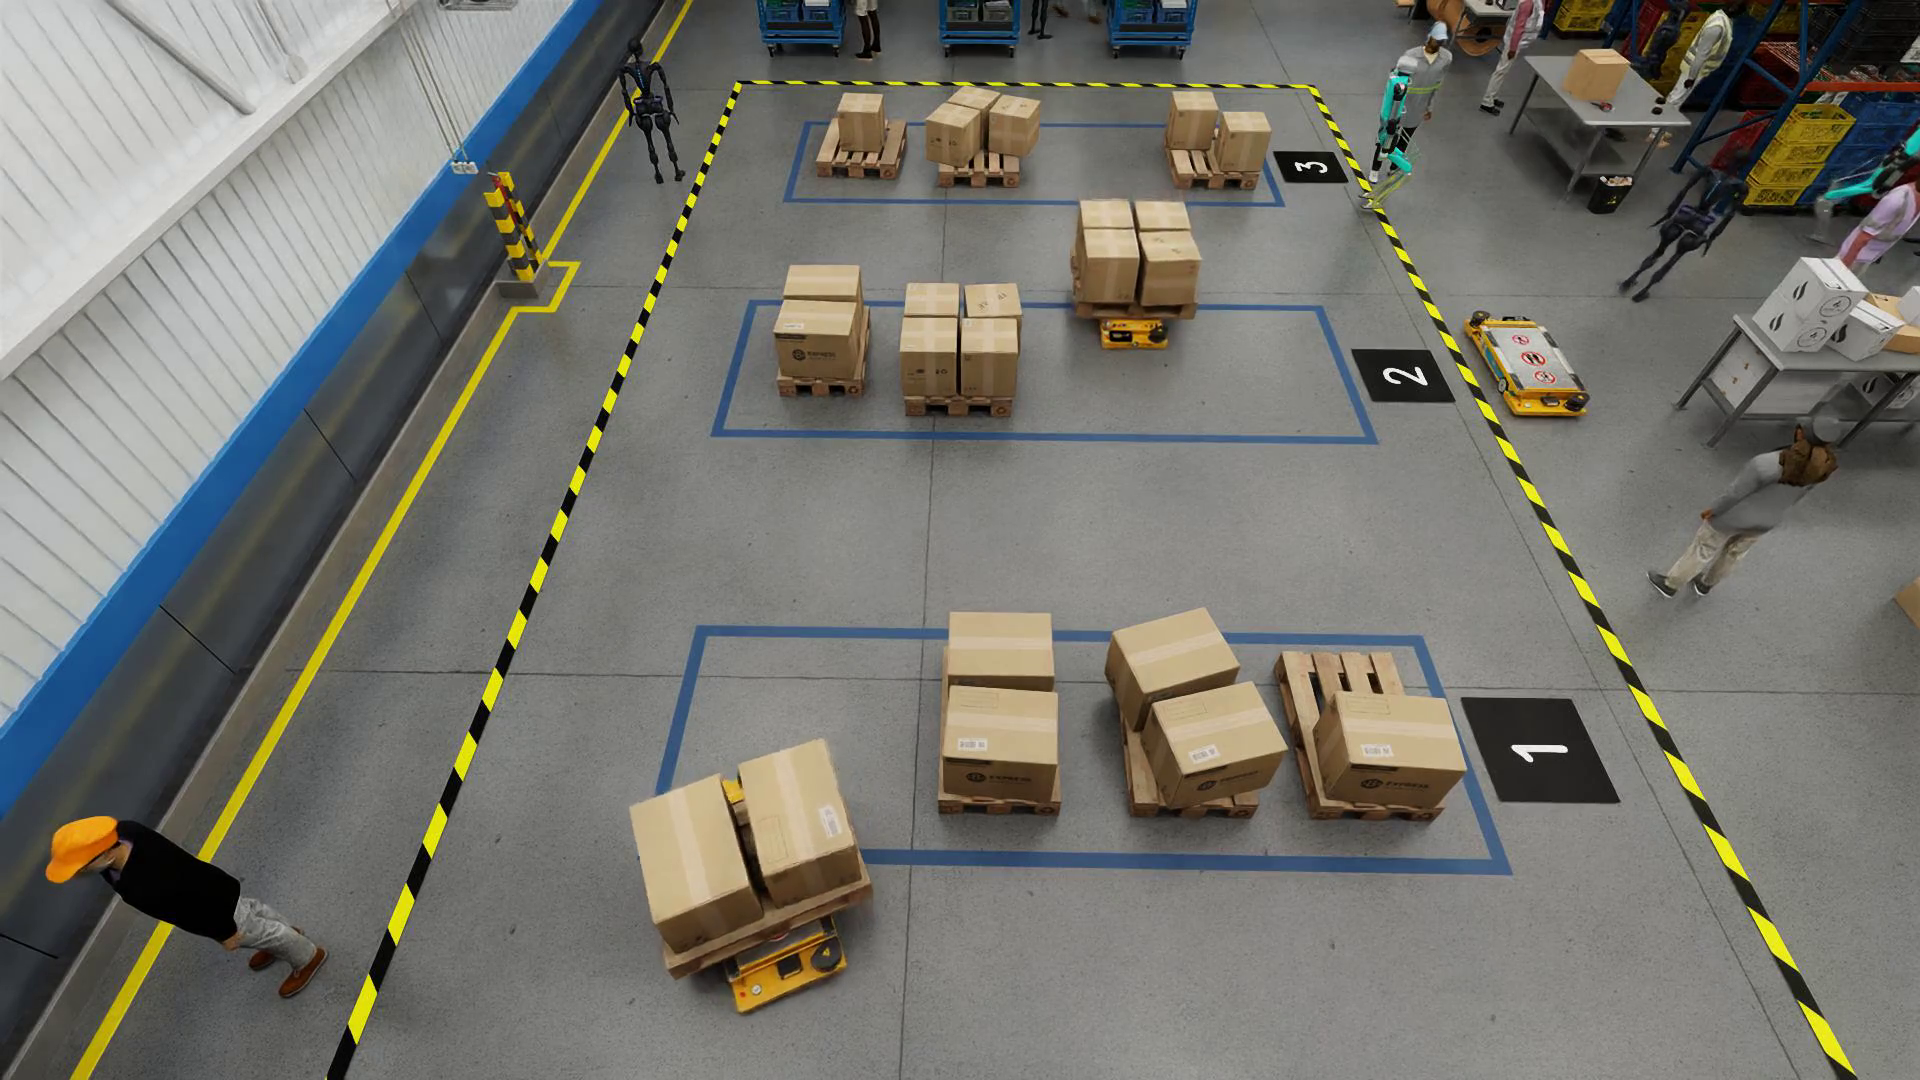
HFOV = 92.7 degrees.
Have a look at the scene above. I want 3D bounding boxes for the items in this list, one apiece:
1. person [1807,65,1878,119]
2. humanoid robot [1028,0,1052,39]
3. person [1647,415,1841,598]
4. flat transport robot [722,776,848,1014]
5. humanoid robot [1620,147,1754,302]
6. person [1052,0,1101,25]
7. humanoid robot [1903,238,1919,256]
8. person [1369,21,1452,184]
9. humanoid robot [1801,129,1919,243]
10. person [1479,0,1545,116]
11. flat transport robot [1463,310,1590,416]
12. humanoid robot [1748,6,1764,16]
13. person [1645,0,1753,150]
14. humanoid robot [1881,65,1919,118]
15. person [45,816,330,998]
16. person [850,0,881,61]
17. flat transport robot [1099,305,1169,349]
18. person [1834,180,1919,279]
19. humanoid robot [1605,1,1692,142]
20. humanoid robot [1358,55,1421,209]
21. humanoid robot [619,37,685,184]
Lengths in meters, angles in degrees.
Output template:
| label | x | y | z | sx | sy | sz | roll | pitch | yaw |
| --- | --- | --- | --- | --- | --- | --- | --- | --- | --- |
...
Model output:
| label | x | y | z | sx | sy | sz | roll | pitch | yaw |
| --- | --- | --- | --- | --- | --- | --- | --- | --- | --- |
| person | 11.253 | -5.854 | 11.532 | 0.343 | 1.882 | 0.586 | 4 | 49 | 4 |
| humanoid robot | 1.281 | -8.664 | 14.091 | 0.315 | 1.657 | 0.599 | -23 | 53 | -19 |
| person | 5.766 | -0.205 | 6.717 | 0.565 | 1.769 | 0.396 | 0 | 49 | 0 |
| flat transport robot | -1.248 | 2.081 | 5.713 | 0.652 | 0.197 | 1.431 | -18 | 52 | -15 |
| humanoid robot | 7.441 | -3.210 | 9.382 | 0.373 | 1.635 | 0.603 | -28 | 55 | -22 |
| person | 1.889 | -9.160 | 14.394 | 0.797 | 1.899 | 0.711 | 30 | 56 | 23 |
| humanoid robot | 11.081 | -3.891 | 9.961 | 0.315 | 1.655 | 0.599 | 13 | 50 | 11 |
| person | 5.411 | -5.214 | 10.999 | 0.592 | 1.852 | 0.368 | 0 | 49 | 0 |
| humanoid robot | 9.932 | -3.995 | 10.072 | 0.811 | 1.845 | 0.552 | 26 | 54 | 21 |
| person | 7.508 | -6.708 | 12.307 | 0.403 | 1.830 | 0.606 | 27 | 54 | 21 |
| flat transport robot | 5.573 | -1.757 | 9.054 | 0.659 | 0.231 | 1.431 | 1 | 49 | 1 |
| humanoid robot | 13.229 | -9.402 | 14.775 | 0.616 | 1.639 | 0.647 | -14 | 51 | -12 |
| person | 9.395 | -5.982 | 11.677 | 0.430 | 1.837 | 0.636 | 30 | 55 | 23 |
| humanoid robot | 11.828 | -5.524 | 11.338 | 0.842 | 1.744 | 0.554 | 11 | 50 | 9 |
| person | -3.992 | 1.919 | 4.804 | 0.590 | 1.883 | 0.365 | 26 | 54 | 21 |
| person | -1.414 | -8.107 | 13.428 | 0.368 | 1.964 | 0.607 | 25 | 53 | 20 |
| flat transport robot | 1.790 | -2.544 | 9.717 | 0.652 | 0.197 | 1.431 | 1 | 49 | 1 |
| person | 8.656 | -2.737 | 8.742 | 0.614 | 2.031 | 0.436 | -18 | 51 | -15 |
| humanoid robot | 8.892 | -6.039 | 11.826 | 0.608 | 1.655 | 0.338 | -32 | 56 | -25 |
| humanoid robot | 5.049 | -4.604 | 10.458 | 0.735 | 1.677 | 0.533 | 9 | 50 | 8 |
| humanoid robot | -3.737 | -5.169 | 11.066 | 0.599 | 1.657 | 0.315 | -7 | 50 | -6 |
